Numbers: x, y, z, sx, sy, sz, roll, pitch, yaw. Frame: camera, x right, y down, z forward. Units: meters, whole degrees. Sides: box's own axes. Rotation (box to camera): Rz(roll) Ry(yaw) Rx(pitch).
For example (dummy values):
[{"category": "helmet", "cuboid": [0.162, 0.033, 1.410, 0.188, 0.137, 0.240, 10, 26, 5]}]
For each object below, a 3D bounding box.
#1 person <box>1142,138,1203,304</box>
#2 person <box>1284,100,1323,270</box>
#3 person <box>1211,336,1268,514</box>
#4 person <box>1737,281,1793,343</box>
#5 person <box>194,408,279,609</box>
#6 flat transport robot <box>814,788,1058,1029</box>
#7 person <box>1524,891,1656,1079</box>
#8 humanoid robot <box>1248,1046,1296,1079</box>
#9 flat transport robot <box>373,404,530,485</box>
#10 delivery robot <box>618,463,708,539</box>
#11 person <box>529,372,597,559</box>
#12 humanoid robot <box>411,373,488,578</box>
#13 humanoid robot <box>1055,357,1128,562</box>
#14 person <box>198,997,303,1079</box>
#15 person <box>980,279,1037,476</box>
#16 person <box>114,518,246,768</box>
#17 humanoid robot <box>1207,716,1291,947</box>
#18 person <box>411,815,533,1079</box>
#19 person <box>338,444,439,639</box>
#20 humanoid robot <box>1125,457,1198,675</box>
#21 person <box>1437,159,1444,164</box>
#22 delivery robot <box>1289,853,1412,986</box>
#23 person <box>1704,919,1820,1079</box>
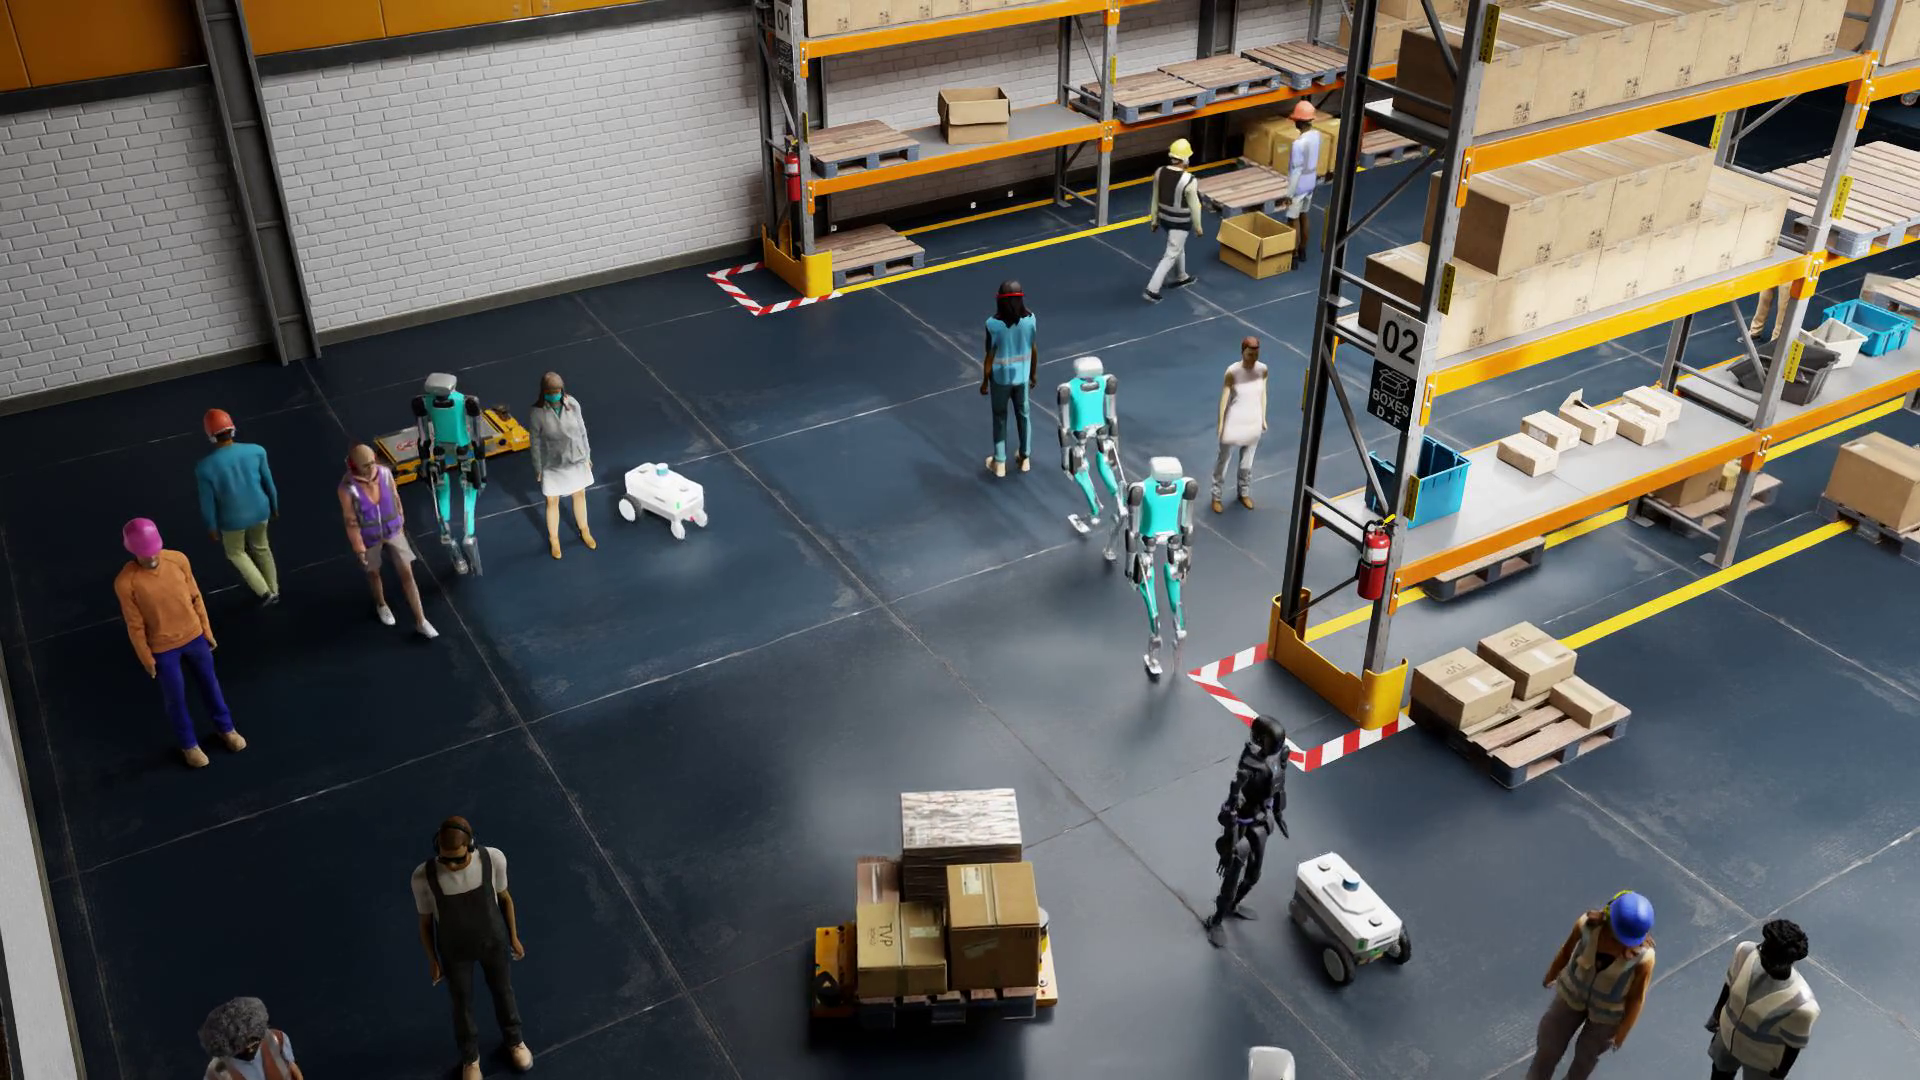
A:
[{"category": "person", "cuboid": [2.341, -3.506, 18.243, 0.903, 1.793, 0.585, -20, 37, -29]}, {"category": "person", "cuboid": [3.853, -4.047, 18.972, 0.375, 1.932, 0.550, 22, 38, 31]}, {"category": "person", "cuboid": [2.434, -1.006, 14.377, 0.461, 1.657, 0.269, -7, 33, -11]}, {"category": "person", "cuboid": [8.462, -2.785, 17.126, 0.340, 1.749, 0.571, -17, 36, -25]}, {"category": "person", "cuboid": [-5.628, -0.215, 13.049, 0.494, 1.728, 0.597, 27, 41, 36]}, {"category": "flat transport robot", "cuboid": [-0.156, 2.537, 10.037, 1.431, 0.231, 0.659, -2, 32, -3]}, {"category": "person", "cuboid": [3.252, 2.487, 8.728, 0.532, 1.732, 0.646, 25, 40, 33]}, {"category": "humanoid robot", "cuboid": [1.146, 3.065, 7.808, 0.879, 1.755, 0.542, 1, 32, 1]}, {"category": "flat transport robot", "cuboid": [-4.781, -0.885, 15.496, 1.431, 0.231, 0.659, -20, 37, -29]}, {"category": "delivery robot", "cuboid": [-2.574, -0.382, 14.437, 0.813, 0.609, 0.499, 23, 39, 32]}, {"category": "person", "cuboid": [-3.287, -0.624, 13.765, 0.496, 1.660, 0.337, -17, 36, -25]}, {"category": "humanoid robot", "cuboid": [-4.088, -0.380, 13.406, 0.541, 1.899, 0.674, -1, 32, -2]}, {"category": "humanoid robot", "cuboid": [1.139, -0.578, 13.661, 0.548, 1.756, 0.998, -11, 34, -16]}, {"category": "person", "cuboid": [-3.428, 2.860, 8.192, 0.396, 1.673, 0.473, 27, 41, 36]}, {"category": "person", "cuboid": [0.449, -1.443, 14.881, 0.539, 1.864, 0.373, -11, 34, -17]}, {"category": "person", "cuboid": [-5.382, 0.690, 11.389, 0.404, 1.973, 0.514, 26, 40, 35]}, {"category": "humanoid robot", "cuboid": [1.730, 1.728, 10.012, 0.361, 1.651, 0.585, 28, 41, 36]}, {"category": "person", "cuboid": [-2.648, 2.221, 9.064, 0.508, 1.839, 0.343, -15, 35, -22]}, {"category": "person", "cuboid": [-4.411, 0.030, 12.729, 0.492, 1.660, 0.823, -23, 39, -32]}, {"category": "humanoid robot", "cuboid": [1.518, 0.348, 12.255, 0.540, 1.904, 0.725, -7, 33, -11]}, {"category": "person", "cuboid": [6.683, -5.861, 21.952, 0.572, 1.838, 0.372, -23, 39, -32]}, {"category": "delivery robot", "cuboid": [2.367, 2.280, 10.166, 0.499, 0.582, 0.773, -14, 35, -21]}, {"category": "person", "cuboid": [4.087, 2.603, 8.596, 0.319, 1.691, 0.535, -11, 34, -17]}]
